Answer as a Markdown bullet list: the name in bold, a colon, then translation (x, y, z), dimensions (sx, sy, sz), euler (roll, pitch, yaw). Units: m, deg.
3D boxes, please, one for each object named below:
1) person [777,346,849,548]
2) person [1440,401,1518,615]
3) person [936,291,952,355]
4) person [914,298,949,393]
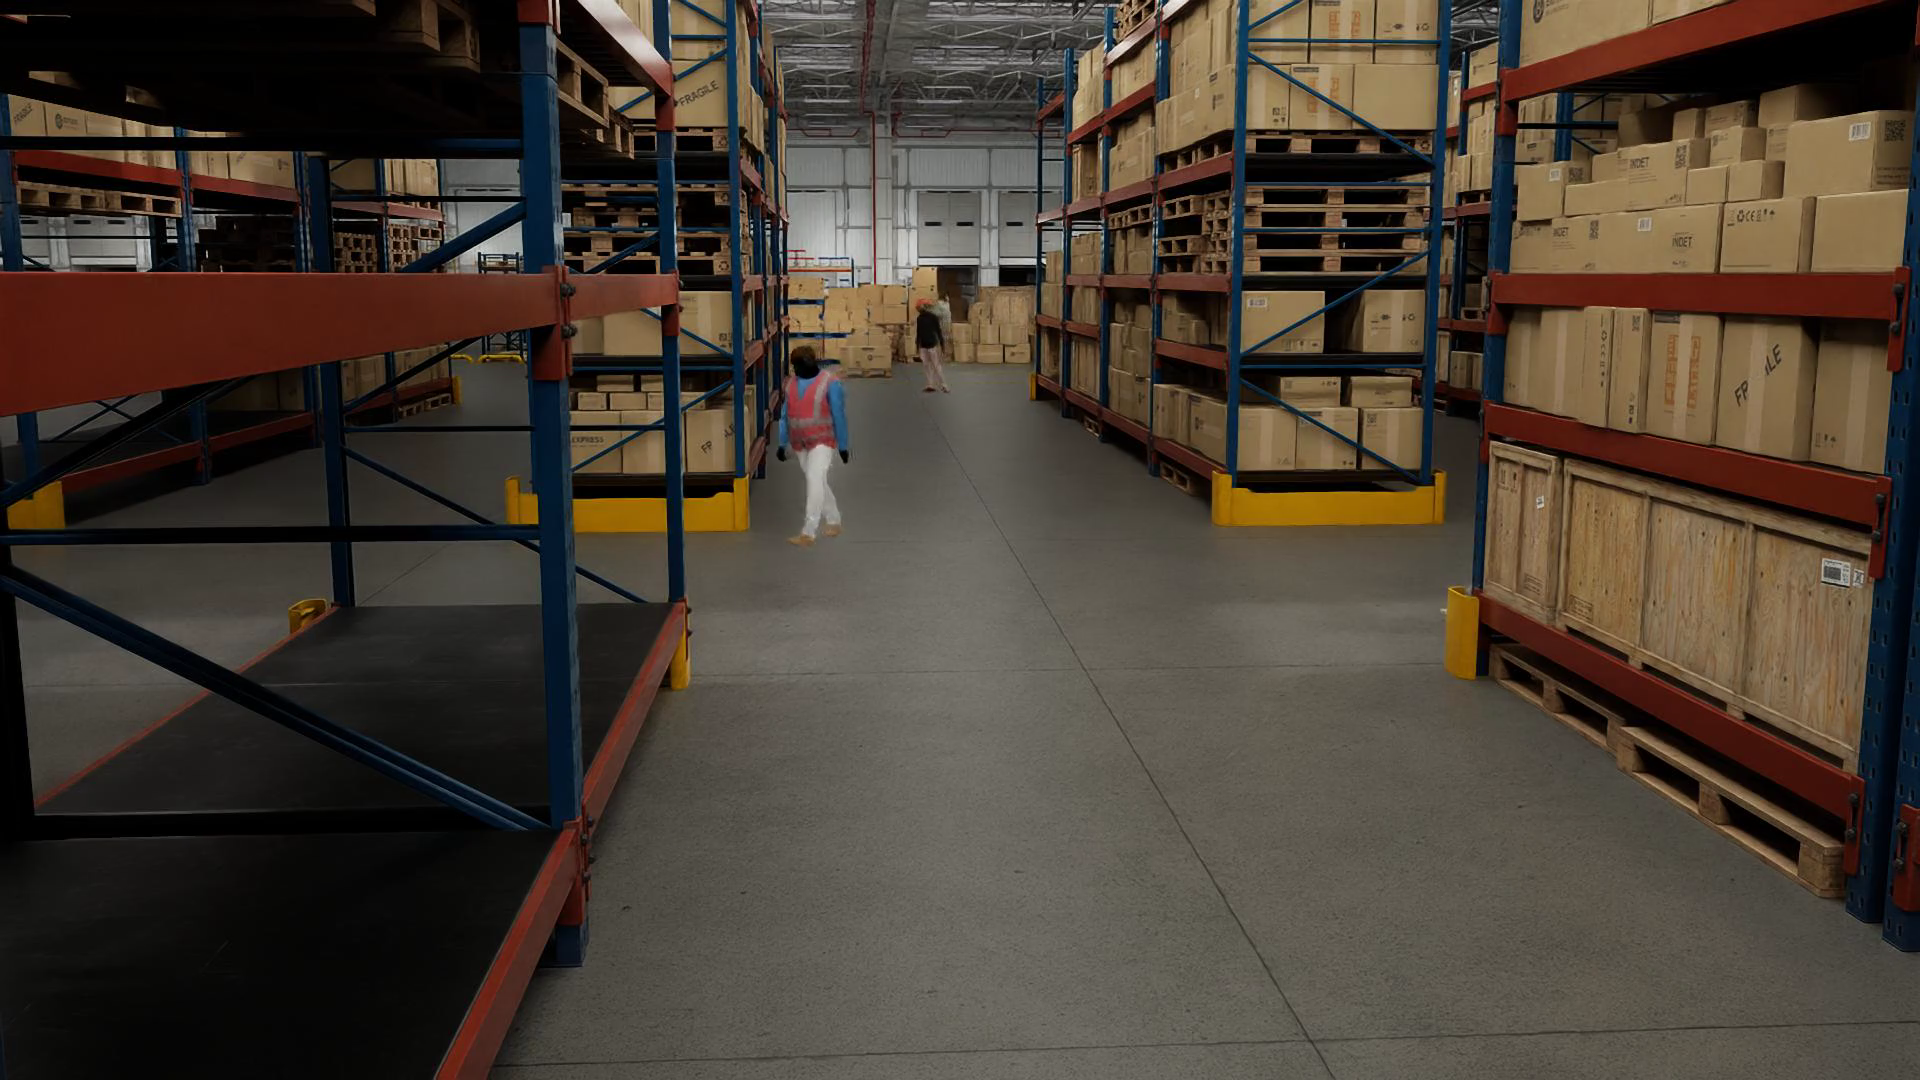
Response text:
- **person**: translation (-1.309, -0.858, 14.996), dimensions (0.646, 1.783, 0.929), euler (6, 11, 34)
- **person**: translation (3.836, -0.209, 11.481), dimensions (0.869, 1.591, 0.509), euler (3, 10, 20)
- **person**: translation (-0.497, -6.526, 50.103), dimensions (0.492, 1.919, 0.638), euler (5, 10, 27)
- **person**: translation (-0.611, -3.953, 33.885), dimensions (0.714, 1.944, 0.516), euler (8, 12, 42)
